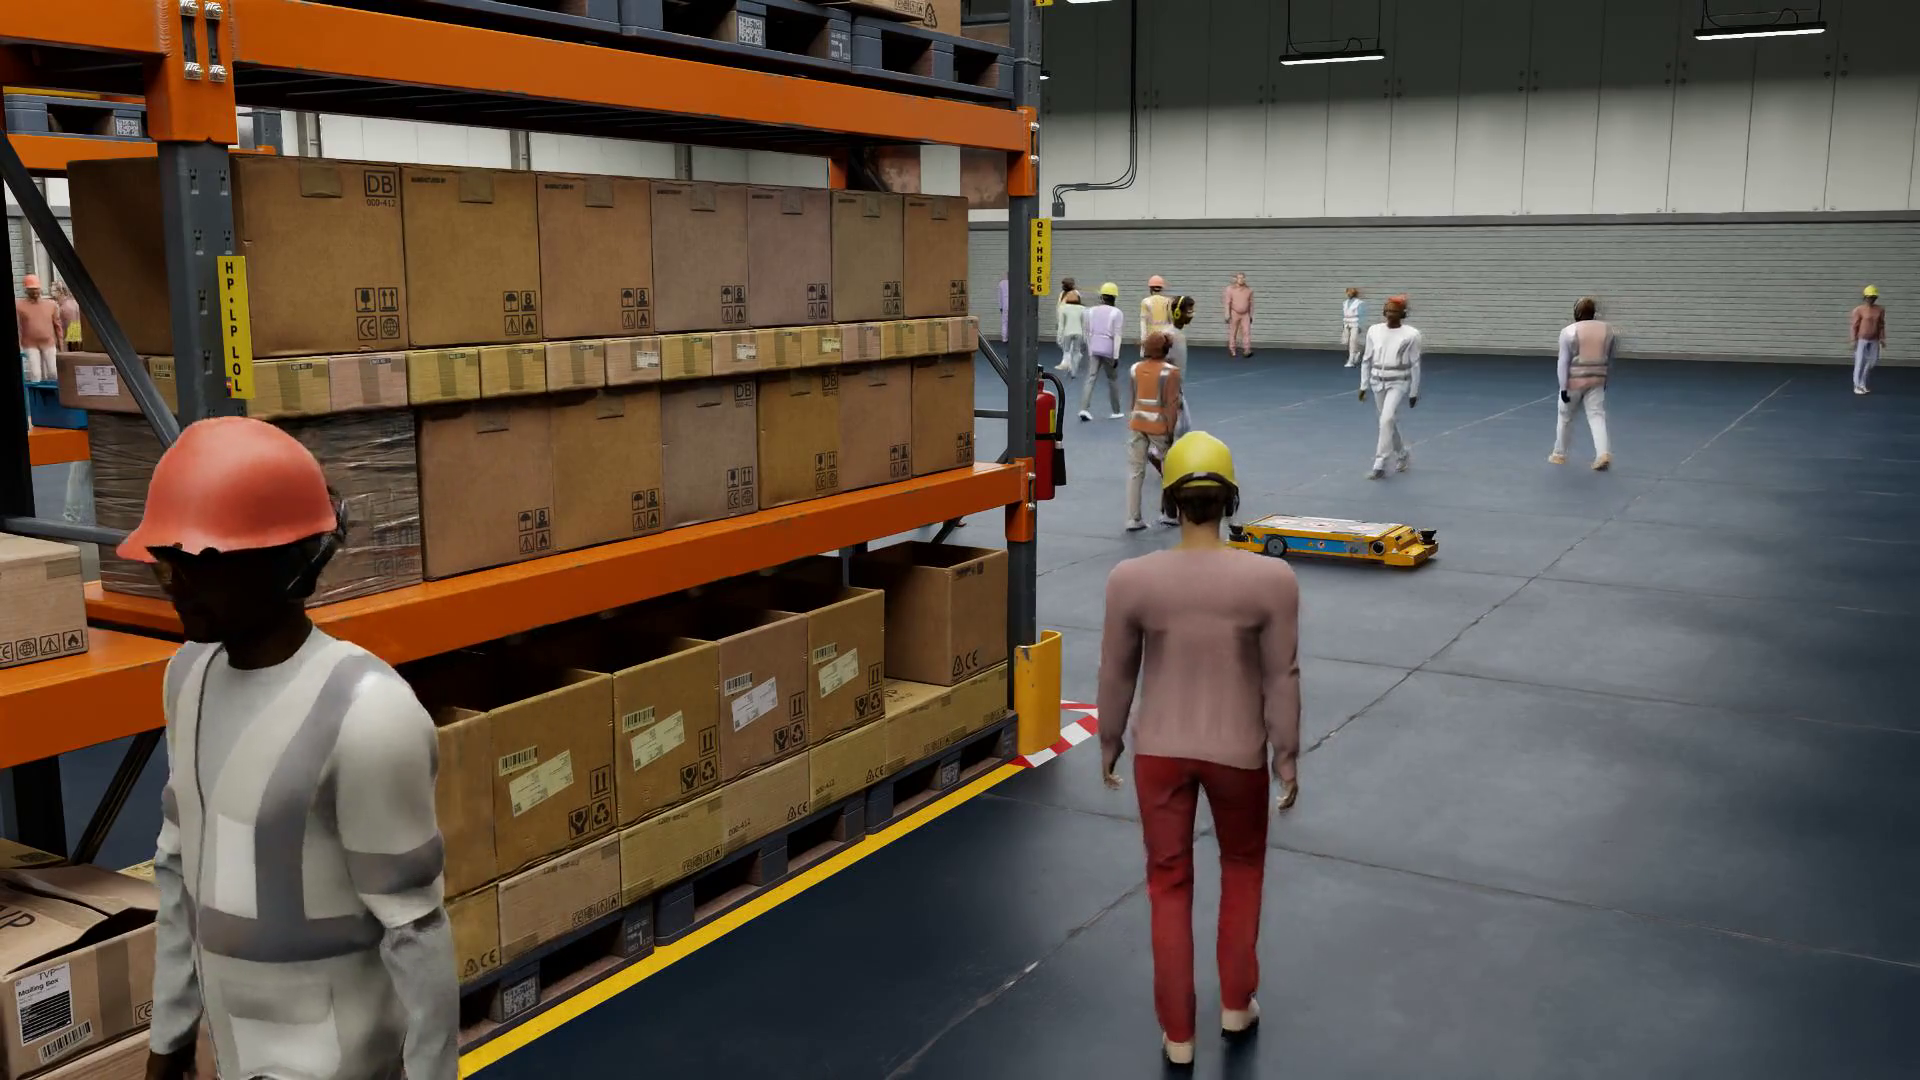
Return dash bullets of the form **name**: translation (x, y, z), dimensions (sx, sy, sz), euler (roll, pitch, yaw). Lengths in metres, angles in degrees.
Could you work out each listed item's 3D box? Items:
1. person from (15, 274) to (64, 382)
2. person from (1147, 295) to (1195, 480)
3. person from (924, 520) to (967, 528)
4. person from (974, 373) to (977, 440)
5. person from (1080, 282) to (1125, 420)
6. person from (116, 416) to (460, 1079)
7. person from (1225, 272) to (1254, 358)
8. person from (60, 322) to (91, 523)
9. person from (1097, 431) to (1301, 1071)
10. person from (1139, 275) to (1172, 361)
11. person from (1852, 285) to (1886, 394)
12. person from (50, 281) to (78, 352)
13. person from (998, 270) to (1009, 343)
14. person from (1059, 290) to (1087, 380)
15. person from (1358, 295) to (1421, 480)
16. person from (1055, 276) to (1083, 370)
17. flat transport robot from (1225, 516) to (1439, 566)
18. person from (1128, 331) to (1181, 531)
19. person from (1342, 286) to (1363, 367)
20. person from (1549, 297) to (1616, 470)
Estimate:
- **person**: translation (-12.918, -2.732, 23.332), dimensions (0.641, 1.968, 0.433), euler (-7, 12, -37)
- **person**: translation (2.105, -1.485, 16.412), dimensions (0.450, 1.843, 0.547), euler (4, 11, 24)
- **person**: translation (-0.181, -0.908, 13.646), dimensions (0.500, 1.633, 0.289), euler (6, 11, 32)
- **person**: translation (-0.047, -2.042, 20.100), dimensions (0.534, 1.697, 0.322), euler (6, 11, 32)
- **person**: translation (1.924, -2.558, 22.649), dimensions (0.590, 1.882, 0.983), euler (6, 11, 32)
- **person**: translation (-1.058, 0.781, 2.729), dimensions (0.620, 1.989, 1.069), euler (9, 13, 41)
- **person**: translation (6.138, -4.905, 36.374), dimensions (0.671, 1.863, 0.958), euler (-1, 10, -6)
- **person**: translation (-6.878, -0.860, 13.140), dimensions (0.508, 1.700, 0.867), euler (2, 10, 14)
- **person**: translation (0.661, 0.566, 4.634), dimensions (0.554, 1.749, 0.545), euler (2, 10, 11)
- **person**: translation (3.084, -3.199, 26.205), dimensions (0.548, 1.925, 0.465), euler (-3, 10, -15)
- **person**: translation (14.745, -3.248, 27.016), dimensions (0.550, 1.782, 0.407), euler (-1, 10, -4)
- **person**: translation (-13.311, -2.919, 24.799), dimensions (1.010, 1.858, 0.643), euler (-5, 11, -28)
- **person**: translation (1.296, -5.949, 42.388), dimensions (0.642, 1.901, 0.401), euler (6, 11, 32)
- **person**: translation (2.039, -3.686, 29.973), dimensions (0.518, 1.618, 0.399), euler (-1, 10, -3)
- **person**: translation (4.403, -1.555, 16.852), dimensions (0.579, 1.852, 0.946), euler (9, 13, 42)
- **person**: translation (2.143, -4.255, 32.660), dimensions (0.587, 1.828, 0.645), euler (-4, 11, -23)
- **flat transport robot**: translation (2.767, -0.015, 12.398), dimensions (1.431, 0.197, 0.652), euler (6, 11, 30)
- **person**: translation (1.609, -0.894, 13.594), dimensions (0.531, 1.613, 0.653), euler (8, 13, 39)
- **person**: translation (7.951, -4.305, 33.569), dimensions (0.529, 1.626, 0.529), euler (-7, 12, -34)
- **person**: translation (6.578, -1.646, 17.495), dimensions (0.624, 1.803, 0.946), euler (0, 10, -2)
